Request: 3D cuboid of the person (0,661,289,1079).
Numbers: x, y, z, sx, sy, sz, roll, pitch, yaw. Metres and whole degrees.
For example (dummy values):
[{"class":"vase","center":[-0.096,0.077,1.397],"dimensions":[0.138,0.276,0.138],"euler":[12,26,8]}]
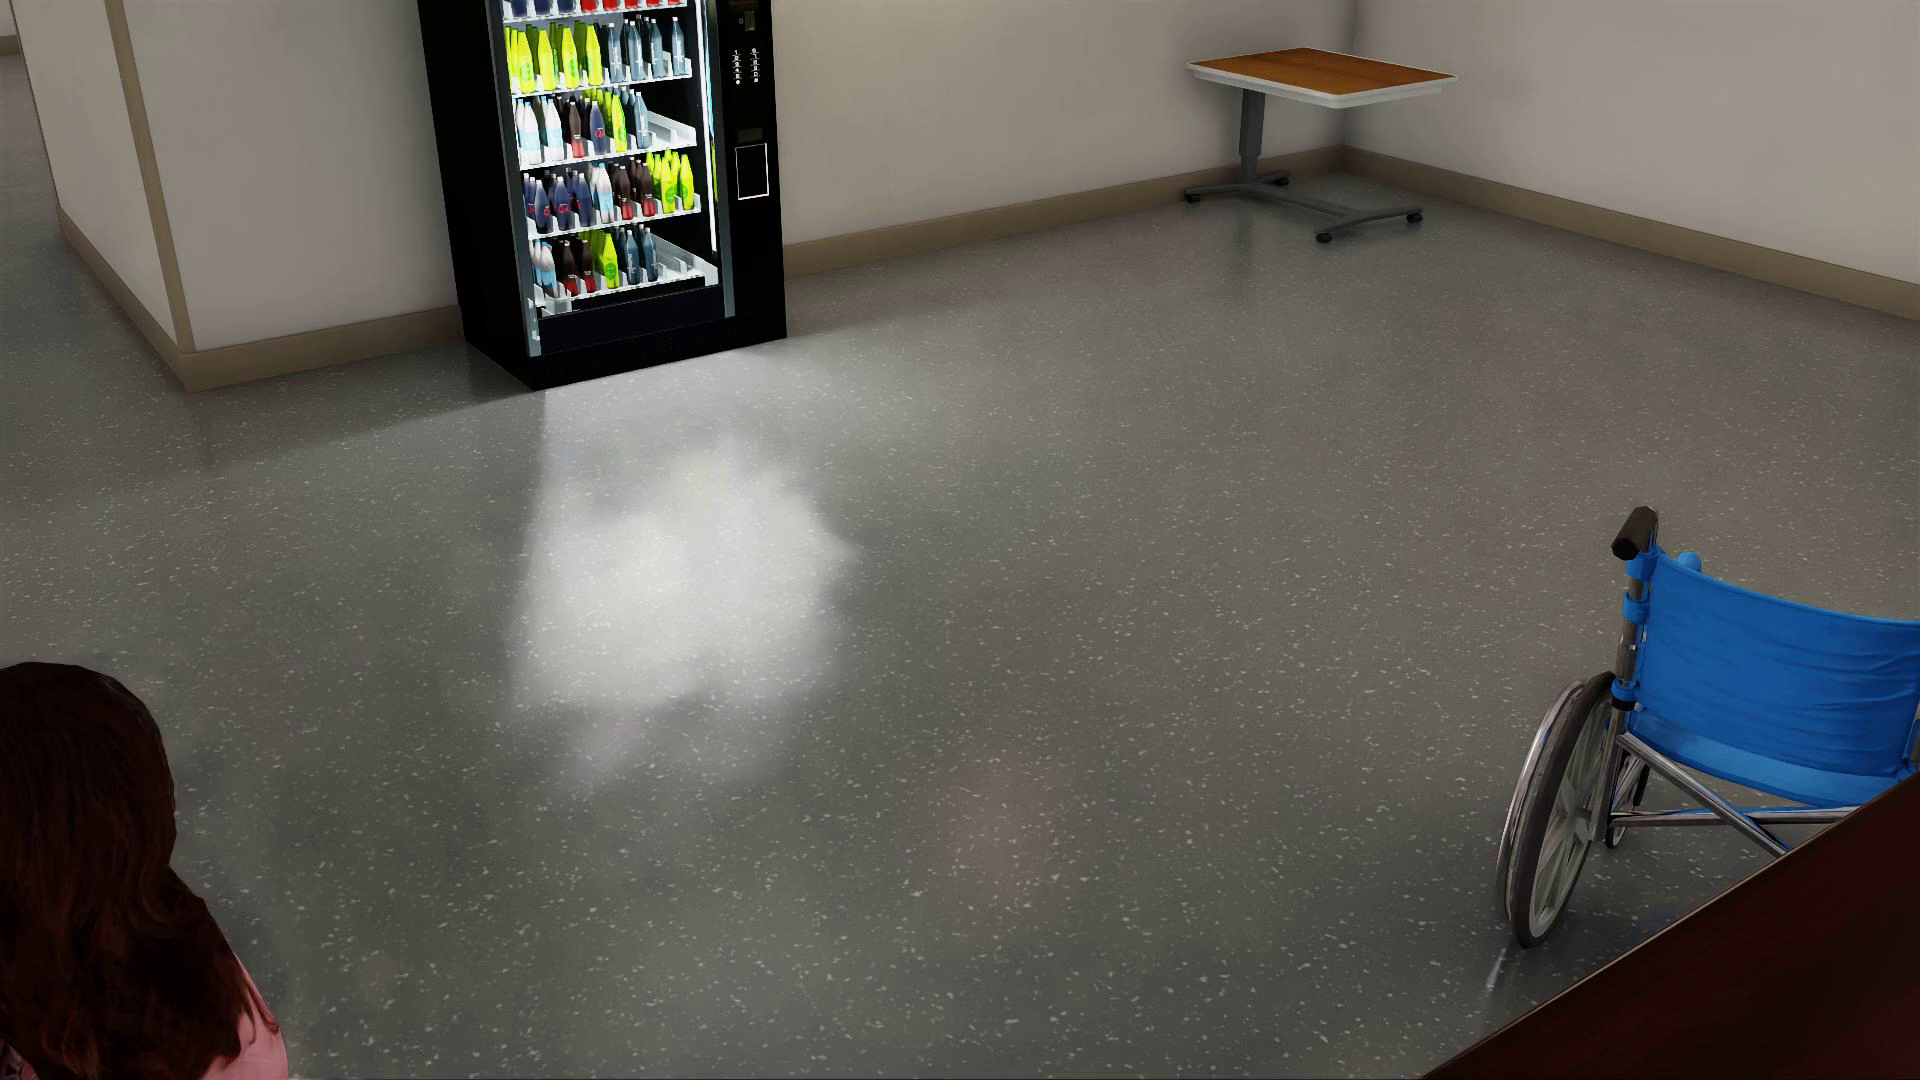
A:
[{"class":"person","center":[-0.689,0.908,1.778],"dimensions":[0.856,1.755,1.172],"euler":[19,32,34]}]
